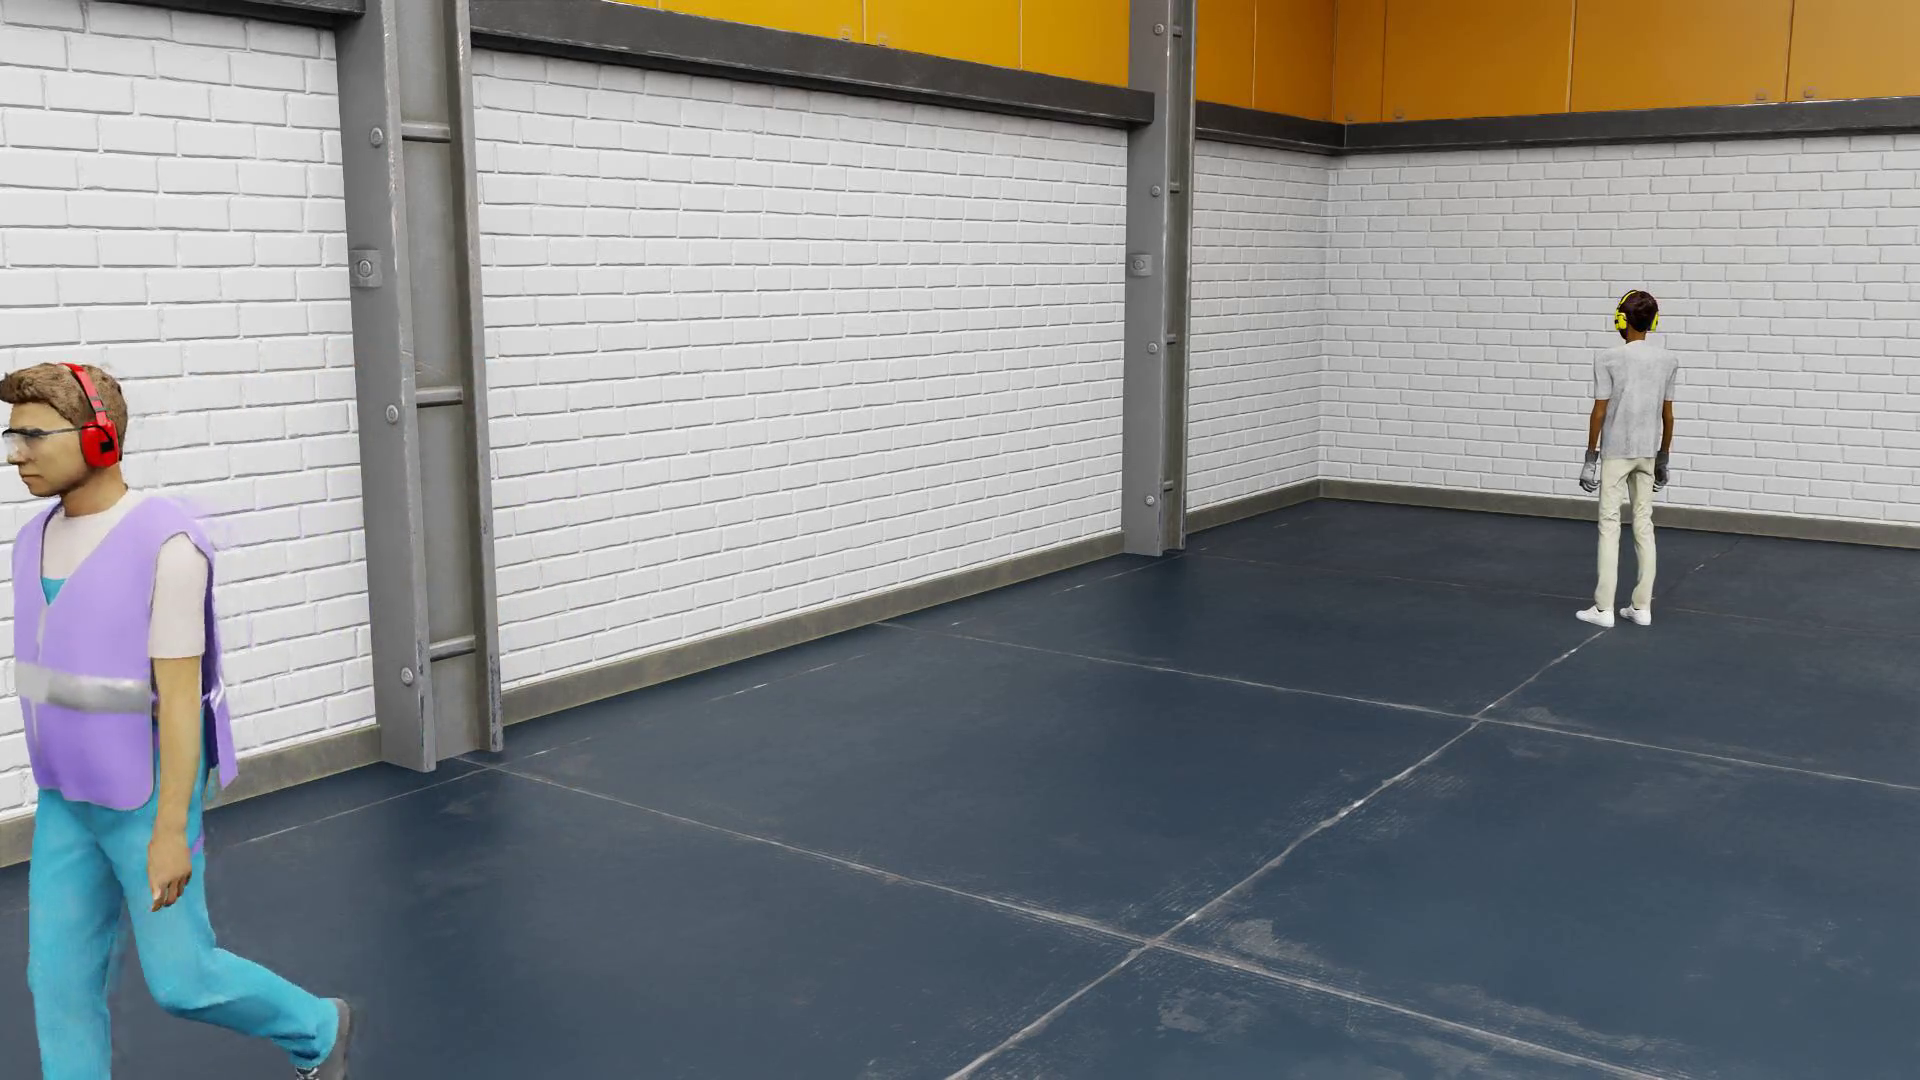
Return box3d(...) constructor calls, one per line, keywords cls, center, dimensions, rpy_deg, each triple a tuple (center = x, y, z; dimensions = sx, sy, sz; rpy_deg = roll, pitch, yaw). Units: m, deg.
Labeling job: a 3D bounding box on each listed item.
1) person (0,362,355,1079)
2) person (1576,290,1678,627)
box3d(cls="person", center=(-1.728, 0.530, 3.520), dimensions=(0.576, 1.823, 0.777), rpy_deg=(5, 11, 27))
box3d(cls="person", center=(3.698, -0.442, 9.227), dimensions=(0.511, 1.860, 0.319), rpy_deg=(-2, 10, -11))
